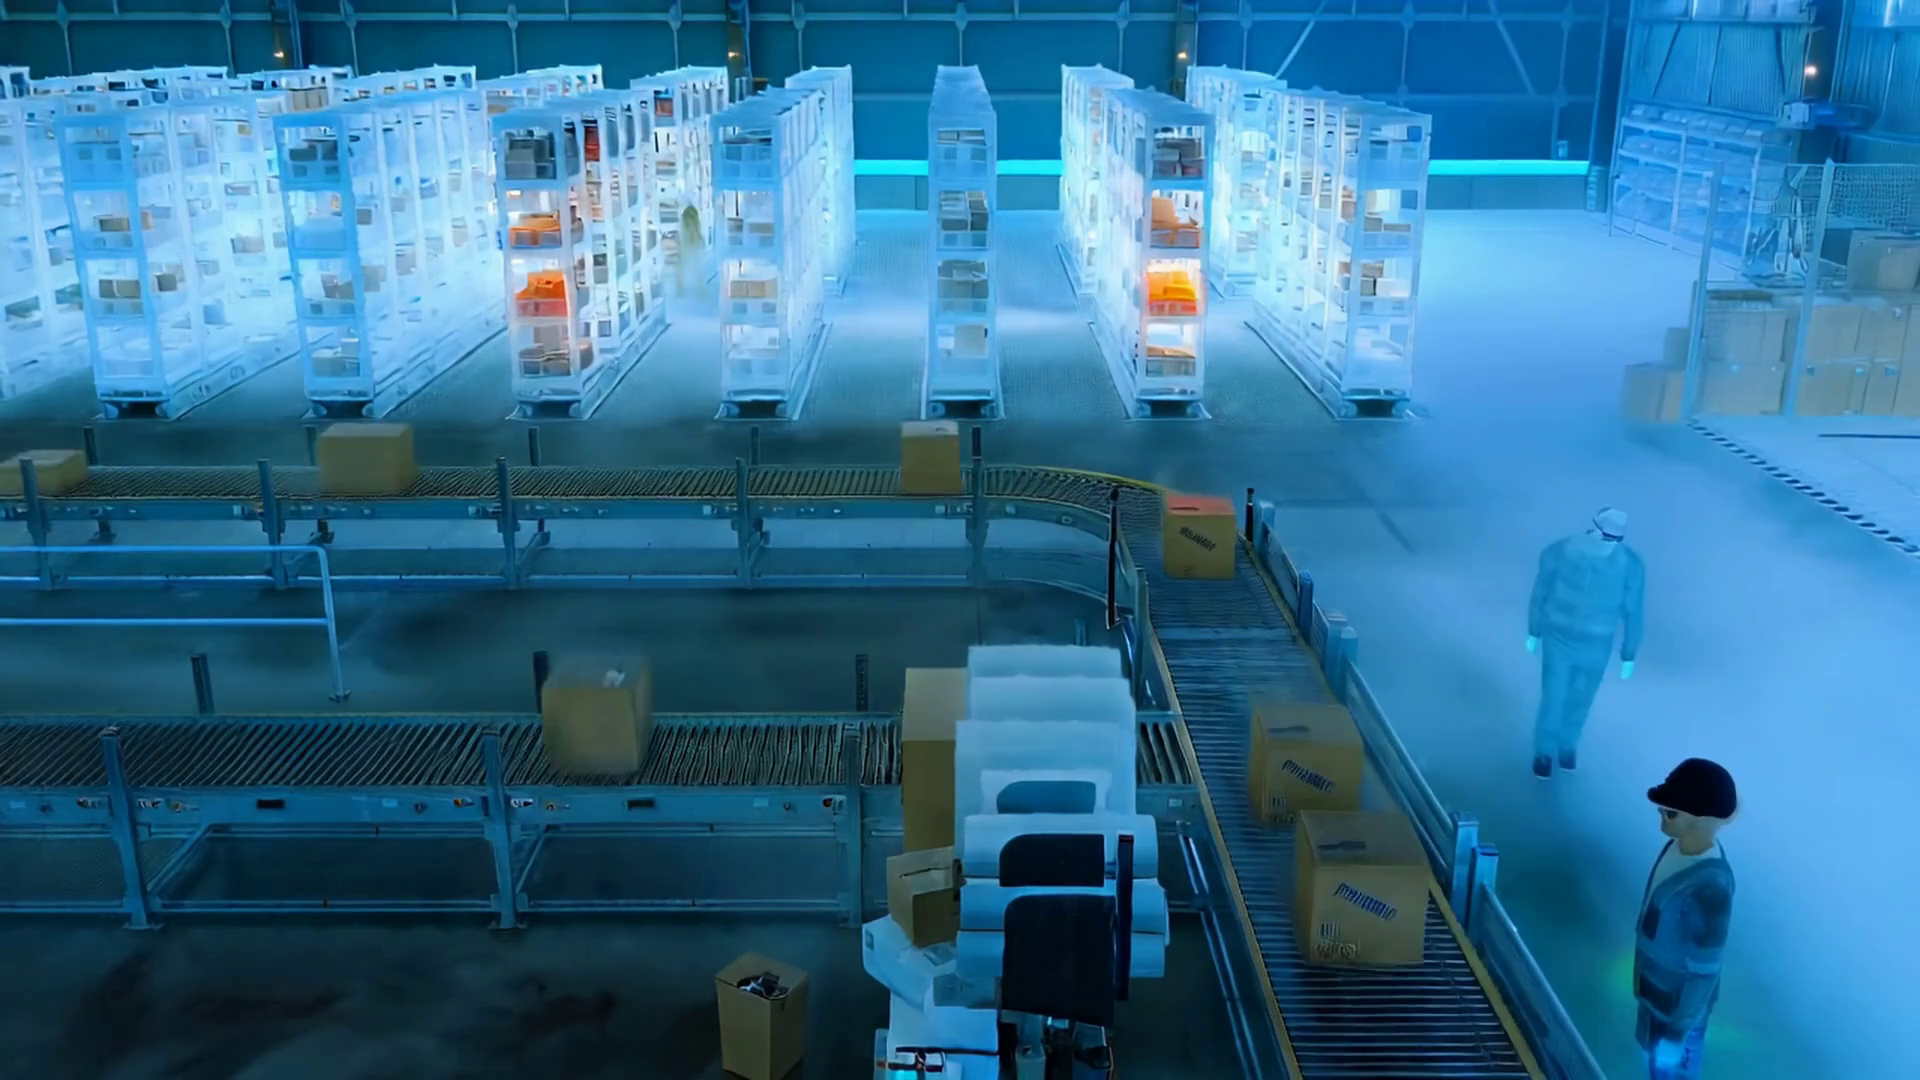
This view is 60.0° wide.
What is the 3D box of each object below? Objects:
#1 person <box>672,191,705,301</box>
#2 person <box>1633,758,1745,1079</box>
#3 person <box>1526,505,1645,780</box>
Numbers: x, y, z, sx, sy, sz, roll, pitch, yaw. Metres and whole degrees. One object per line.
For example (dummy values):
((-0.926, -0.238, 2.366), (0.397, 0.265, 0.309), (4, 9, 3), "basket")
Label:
((-4.610, -4.931, 27.877), (0.660, 1.823, 0.573), (3, 18, 8), "person")
((2.858, 1.820, 6.725), (0.365, 2.048, 0.608), (3, 18, 10), "person")
((3.978, 0.641, 10.645), (0.663, 1.867, 0.656), (4, 18, 13), "person")
